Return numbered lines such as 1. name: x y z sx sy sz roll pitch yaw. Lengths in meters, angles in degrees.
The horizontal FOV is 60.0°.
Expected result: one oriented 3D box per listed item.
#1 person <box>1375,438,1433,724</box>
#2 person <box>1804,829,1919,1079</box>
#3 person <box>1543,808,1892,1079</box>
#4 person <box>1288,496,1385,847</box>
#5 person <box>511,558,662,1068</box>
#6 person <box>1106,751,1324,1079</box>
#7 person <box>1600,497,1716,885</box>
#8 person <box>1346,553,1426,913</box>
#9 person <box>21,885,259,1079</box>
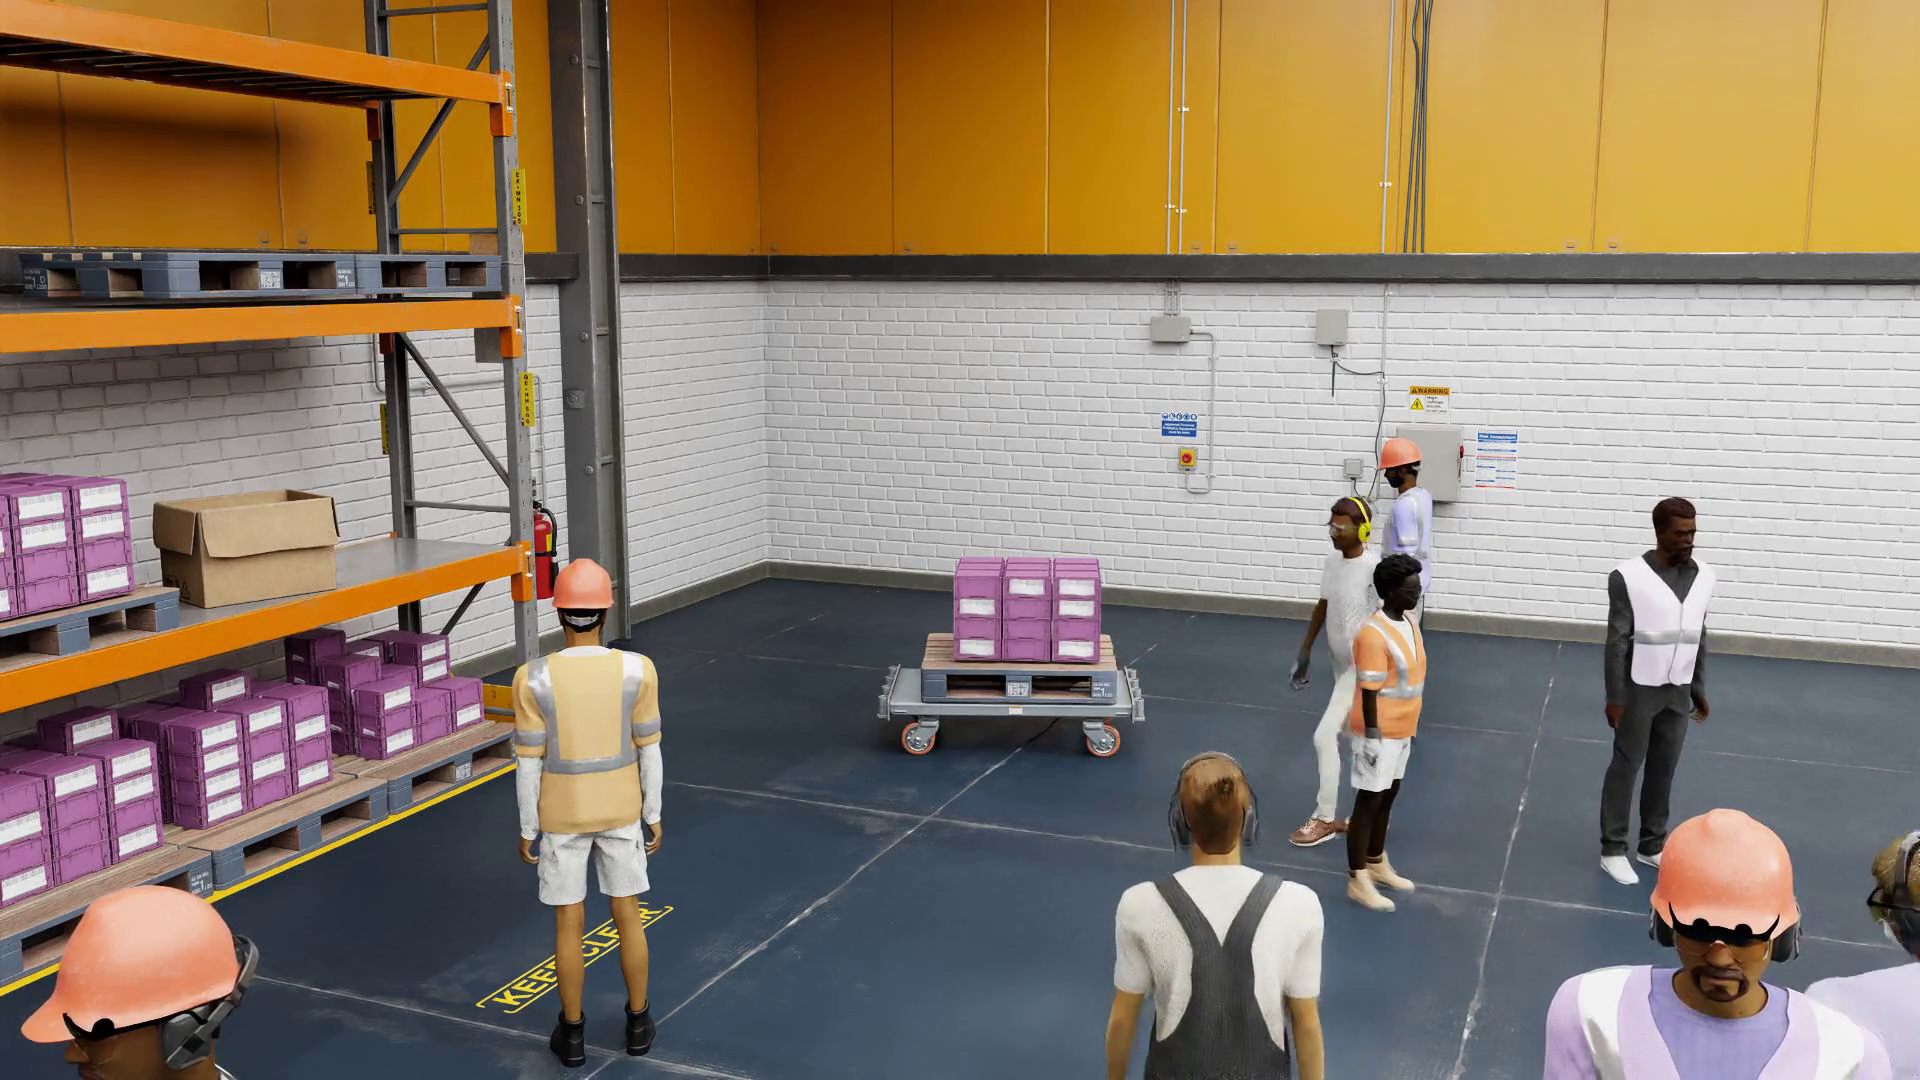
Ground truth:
1. person: 2.860 0.299 10.815 0.372 1.928 0.543 4 10 25
2. person: 2.045 1.541 3.406 0.692 1.898 0.850 2 10 11
3. person: 1.401 1.500 3.186 0.608 2.044 0.370 3 10 20
4. person: 1.954 0.684 8.752 0.770 1.837 0.542 -3 10 -15
5. person: -1.415 1.031 6.350 0.551 1.935 0.375 -3 10 -19
6. person: 0.649 1.421 4.287 0.550 1.833 0.532 1 9 6
7. person: 3.432 0.730 8.234 0.596 1.915 0.373 -3 10 -18
8. person: 2.028 0.896 7.894 0.317 1.695 0.539 7 11 35
9. person: -1.290 1.563 2.805 0.607 2.044 0.378 8 12 39
